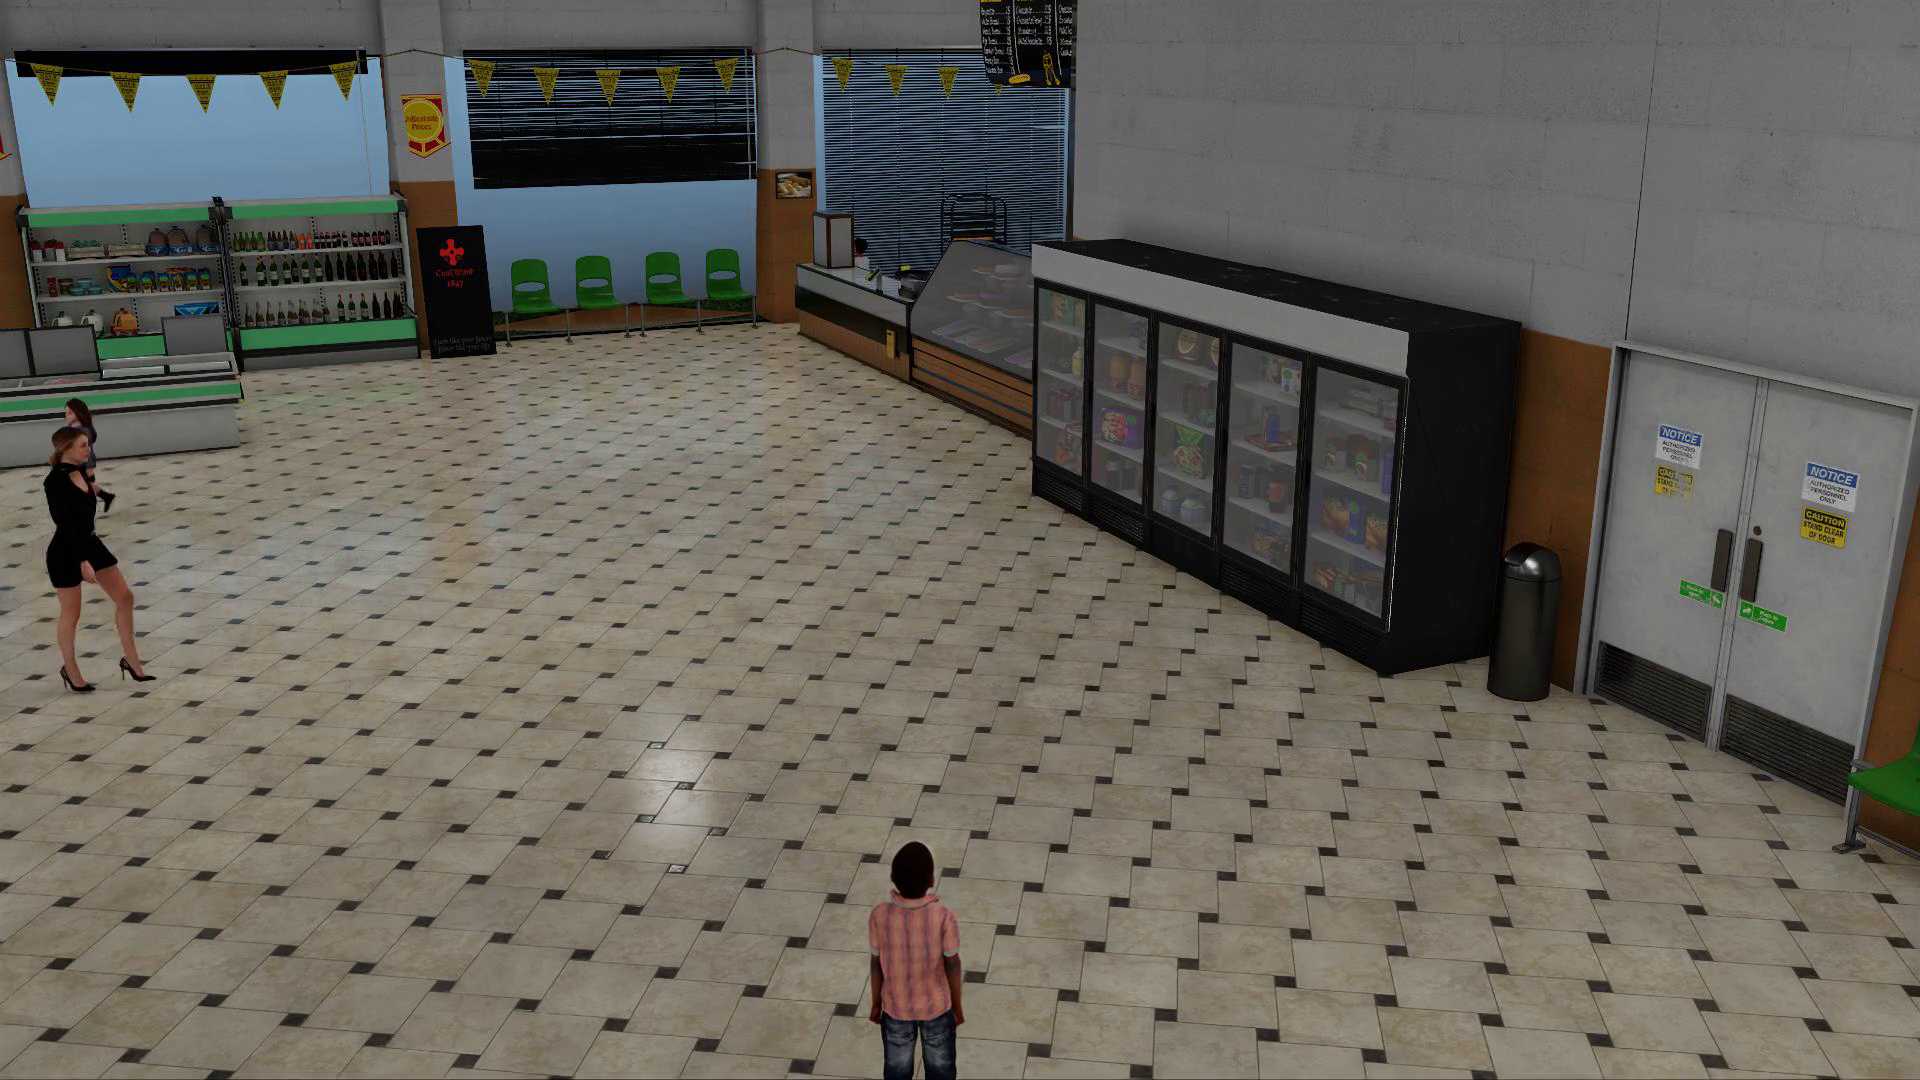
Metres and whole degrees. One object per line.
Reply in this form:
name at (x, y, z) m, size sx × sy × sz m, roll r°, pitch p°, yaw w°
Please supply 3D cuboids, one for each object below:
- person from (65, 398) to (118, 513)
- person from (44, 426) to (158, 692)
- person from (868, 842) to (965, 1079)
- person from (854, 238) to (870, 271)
person at (-7.570, -0.693, 14.413) m, size 0.643 × 1.098 × 0.754 m, roll 12°, pitch 21°, yaw 35°
person at (-5.656, 0.150, 10.523) m, size 0.882 × 1.743 × 0.767 m, roll 1°, pitch 17°, yaw 3°
person at (-0.164, 1.710, 6.140) m, size 0.555 × 1.306 × 0.645 m, roll 1°, pitch 17°, yaw 4°
person at (-1.443, -3.773, 24.275) m, size 0.610 × 1.261 × 0.512 m, roll 16°, pitch 23°, yaw 42°
